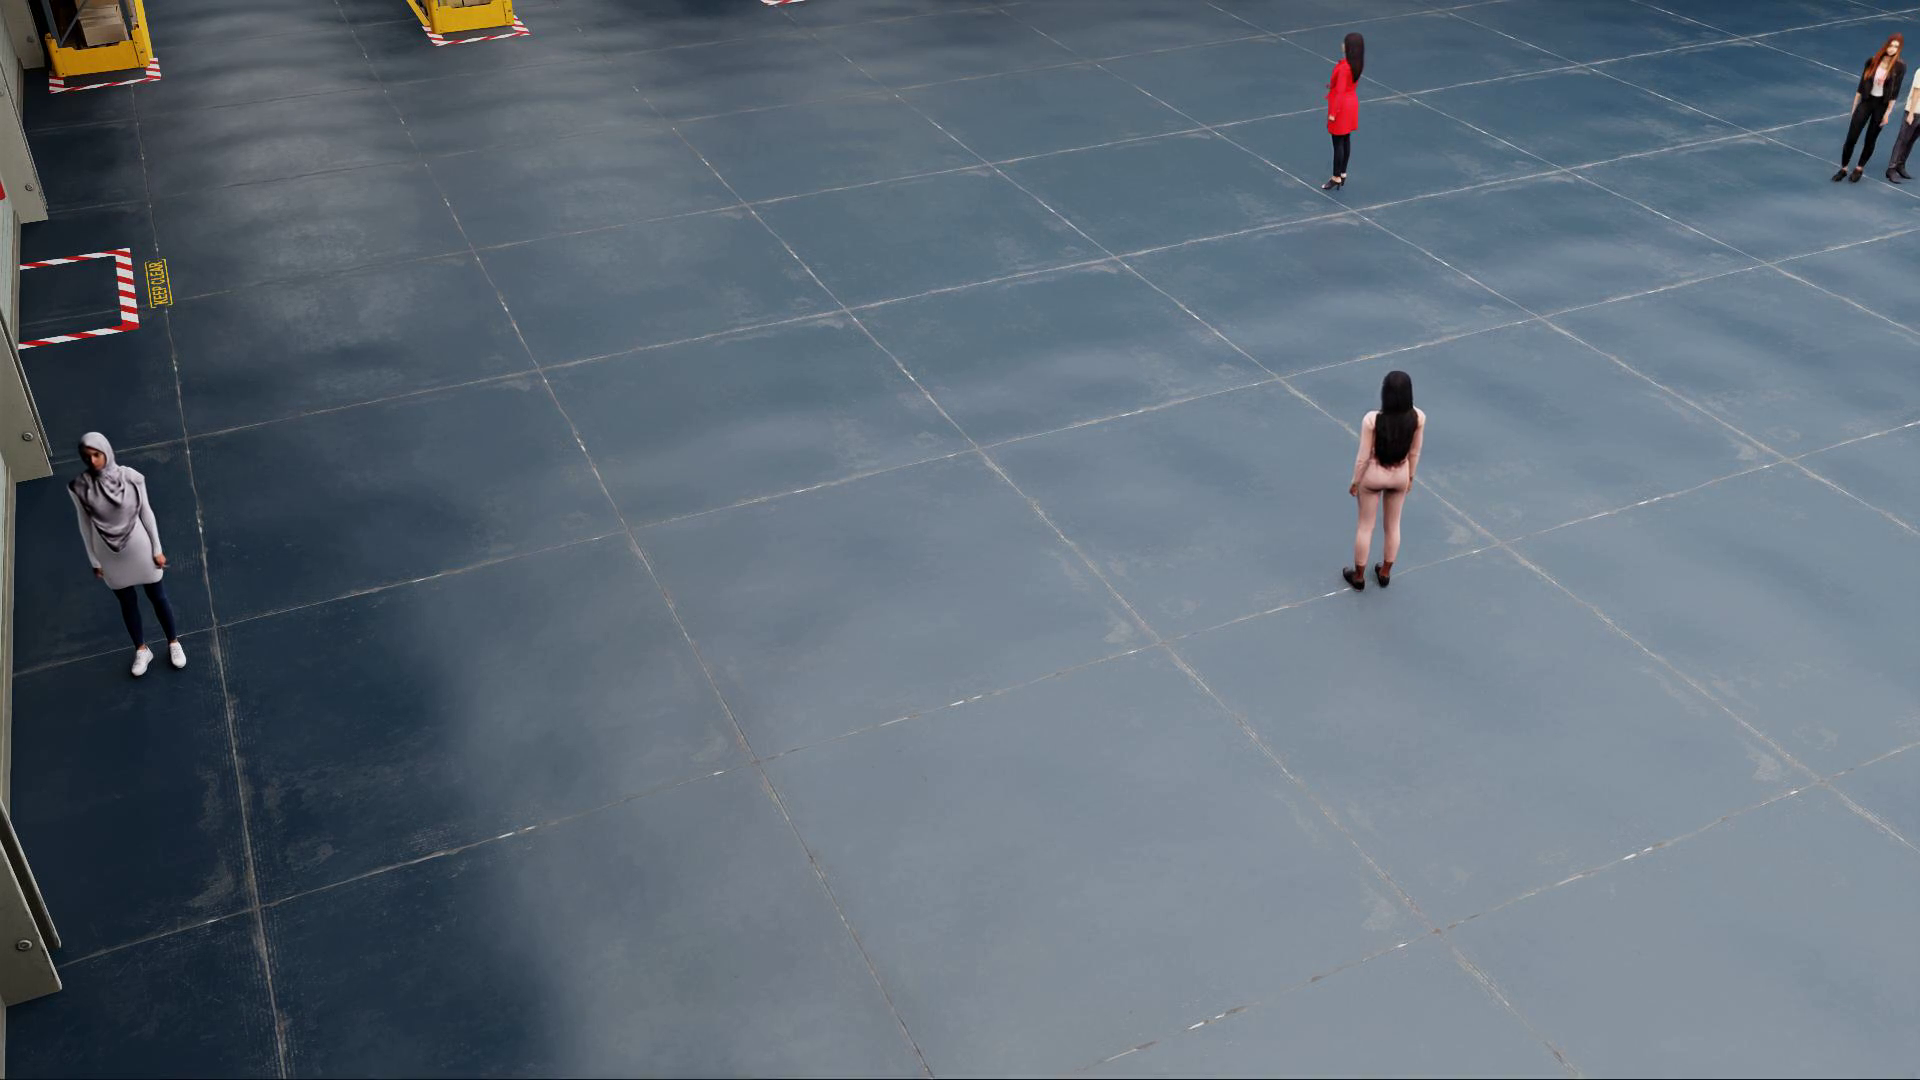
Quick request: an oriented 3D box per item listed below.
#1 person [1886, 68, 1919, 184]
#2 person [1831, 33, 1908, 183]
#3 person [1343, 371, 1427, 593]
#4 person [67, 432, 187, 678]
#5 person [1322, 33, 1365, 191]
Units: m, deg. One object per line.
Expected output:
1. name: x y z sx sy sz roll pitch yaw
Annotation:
1. person: 10.784 -4.832 18.710 0.621 1.587 0.528 -20 38 -28
2. person: 10.285 -4.851 18.648 0.791 1.688 0.817 25 41 33
3. person: 3.007 -0.416 11.795 0.675 1.723 0.635 -4 33 -7
4. person: -5.502 0.081 10.983 0.625 1.776 0.544 -11 35 -16
5. person: 4.257 -4.752 18.439 0.759 1.748 0.723 21 38 29
